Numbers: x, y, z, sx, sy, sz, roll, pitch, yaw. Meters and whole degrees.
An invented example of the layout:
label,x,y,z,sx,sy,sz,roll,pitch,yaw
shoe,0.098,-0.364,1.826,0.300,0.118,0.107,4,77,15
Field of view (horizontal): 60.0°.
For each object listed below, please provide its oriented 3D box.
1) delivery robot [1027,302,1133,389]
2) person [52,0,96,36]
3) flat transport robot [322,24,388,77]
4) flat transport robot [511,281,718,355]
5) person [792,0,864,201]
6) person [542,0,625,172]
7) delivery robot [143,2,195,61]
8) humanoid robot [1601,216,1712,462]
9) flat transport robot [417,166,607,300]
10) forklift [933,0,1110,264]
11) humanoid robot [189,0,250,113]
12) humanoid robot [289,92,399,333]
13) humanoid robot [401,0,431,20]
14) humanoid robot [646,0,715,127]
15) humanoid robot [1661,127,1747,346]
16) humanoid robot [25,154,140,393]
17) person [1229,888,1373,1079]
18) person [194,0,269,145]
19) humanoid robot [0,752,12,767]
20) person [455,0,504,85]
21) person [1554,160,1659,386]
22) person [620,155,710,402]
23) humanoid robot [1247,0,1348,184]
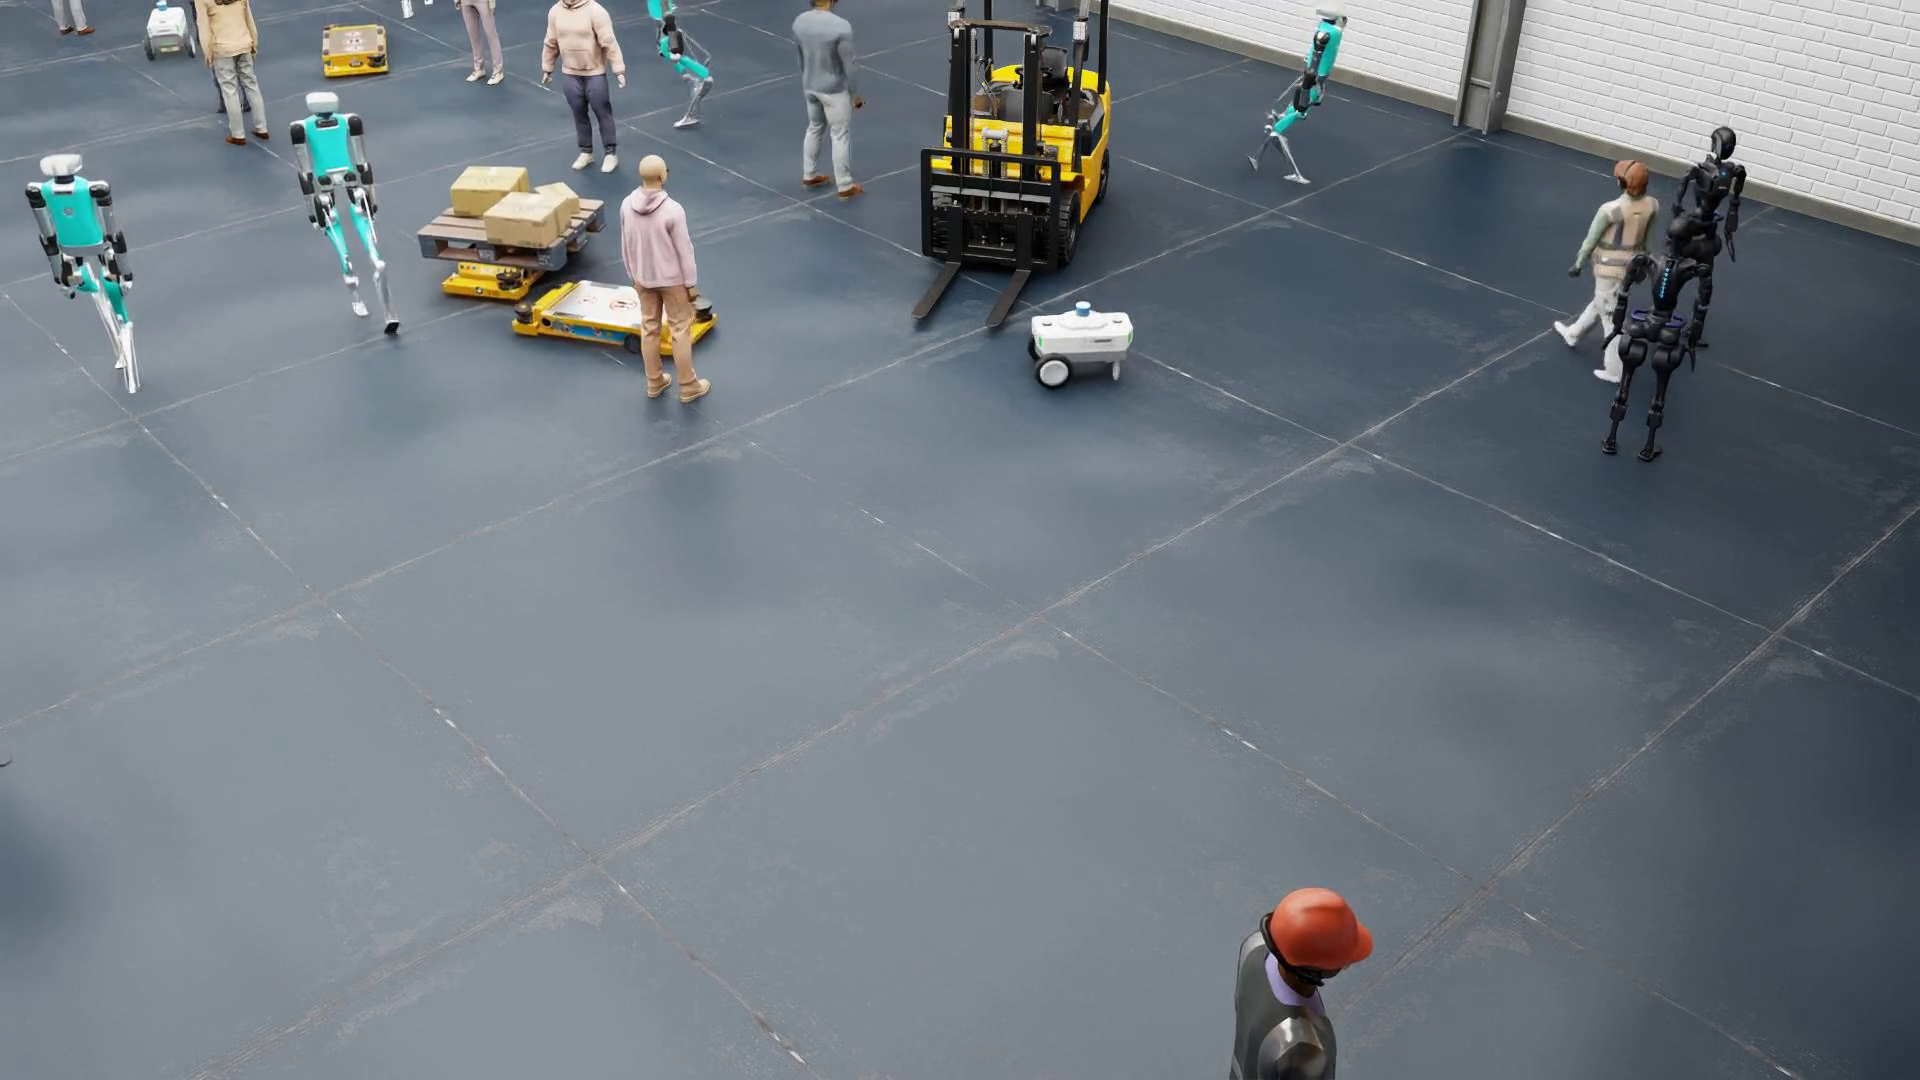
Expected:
label,x,y,z,sx,sy,sz,roll,pitch,yaw
delivery robot,0.874,-1.453,12.131,0.739,0.580,0.518,-3,33,-4
person,-10.369,-6.631,19.103,0.469,1.644,0.332,2,33,3
flat transport robot,-6.772,-5.498,18.623,0.659,0.231,1.431,-9,34,-14
flat transport robot,-2.660,-1.718,12.814,1.431,0.231,0.659,10,34,15
person,-1.179,-4.003,14.833,0.668,1.910,0.419,24,40,32
person,-3.477,-4.360,15.421,0.820,1.856,0.428,7,34,10
delivery robot,-8.926,-5.755,18.745,0.499,0.583,0.758,-10,34,-15
humanoid robot,4.541,-1.327,10.908,0.599,1.657,0.315,17,37,25
flat transport robot,-3.683,-2.394,13.853,0.659,0.231,1.431,7,34,11
forklift,0.570,-3.725,14.138,1.214,2.155,2.313,9,34,13
humanoid robot,-7.486,-5.166,16.824,0.611,1.654,0.311,8,34,12
humanoid robot,-4.572,-2.389,12.542,0.555,1.791,0.941,-18,37,-26
humanoid robot,-6.616,-7.170,19.875,0.552,1.800,0.948,-2,33,-2
humanoid robot,-2.715,-4.857,16.400,0.719,1.905,0.551,-16,36,-22
humanoid robot,5.474,-2.231,12.301,0.600,1.653,0.370,-6,34,-10
humanoid robot,-6.104,-1.932,11.817,0.549,1.798,0.834,-6,33,-9
person,1.082,1.931,5.582,0.375,2.043,0.606,-5,33,-7
person,-7.013,-4.751,16.018,0.420,1.866,0.569,22,39,30
humanoid robot,-5.111,0.520,8.102,0.420,1.651,0.599,13,35,19
person,-5.127,-5.717,17.596,0.526,1.761,0.330,14,35,20
person,4.651,-1.967,11.976,0.517,1.592,0.855,-15,36,-21
person,-2.072,-1.794,11.541,0.539,1.781,0.398,12,35,17
humanoid robot,2.953,-4.045,15.079,0.975,1.783,0.594,19,38,27
